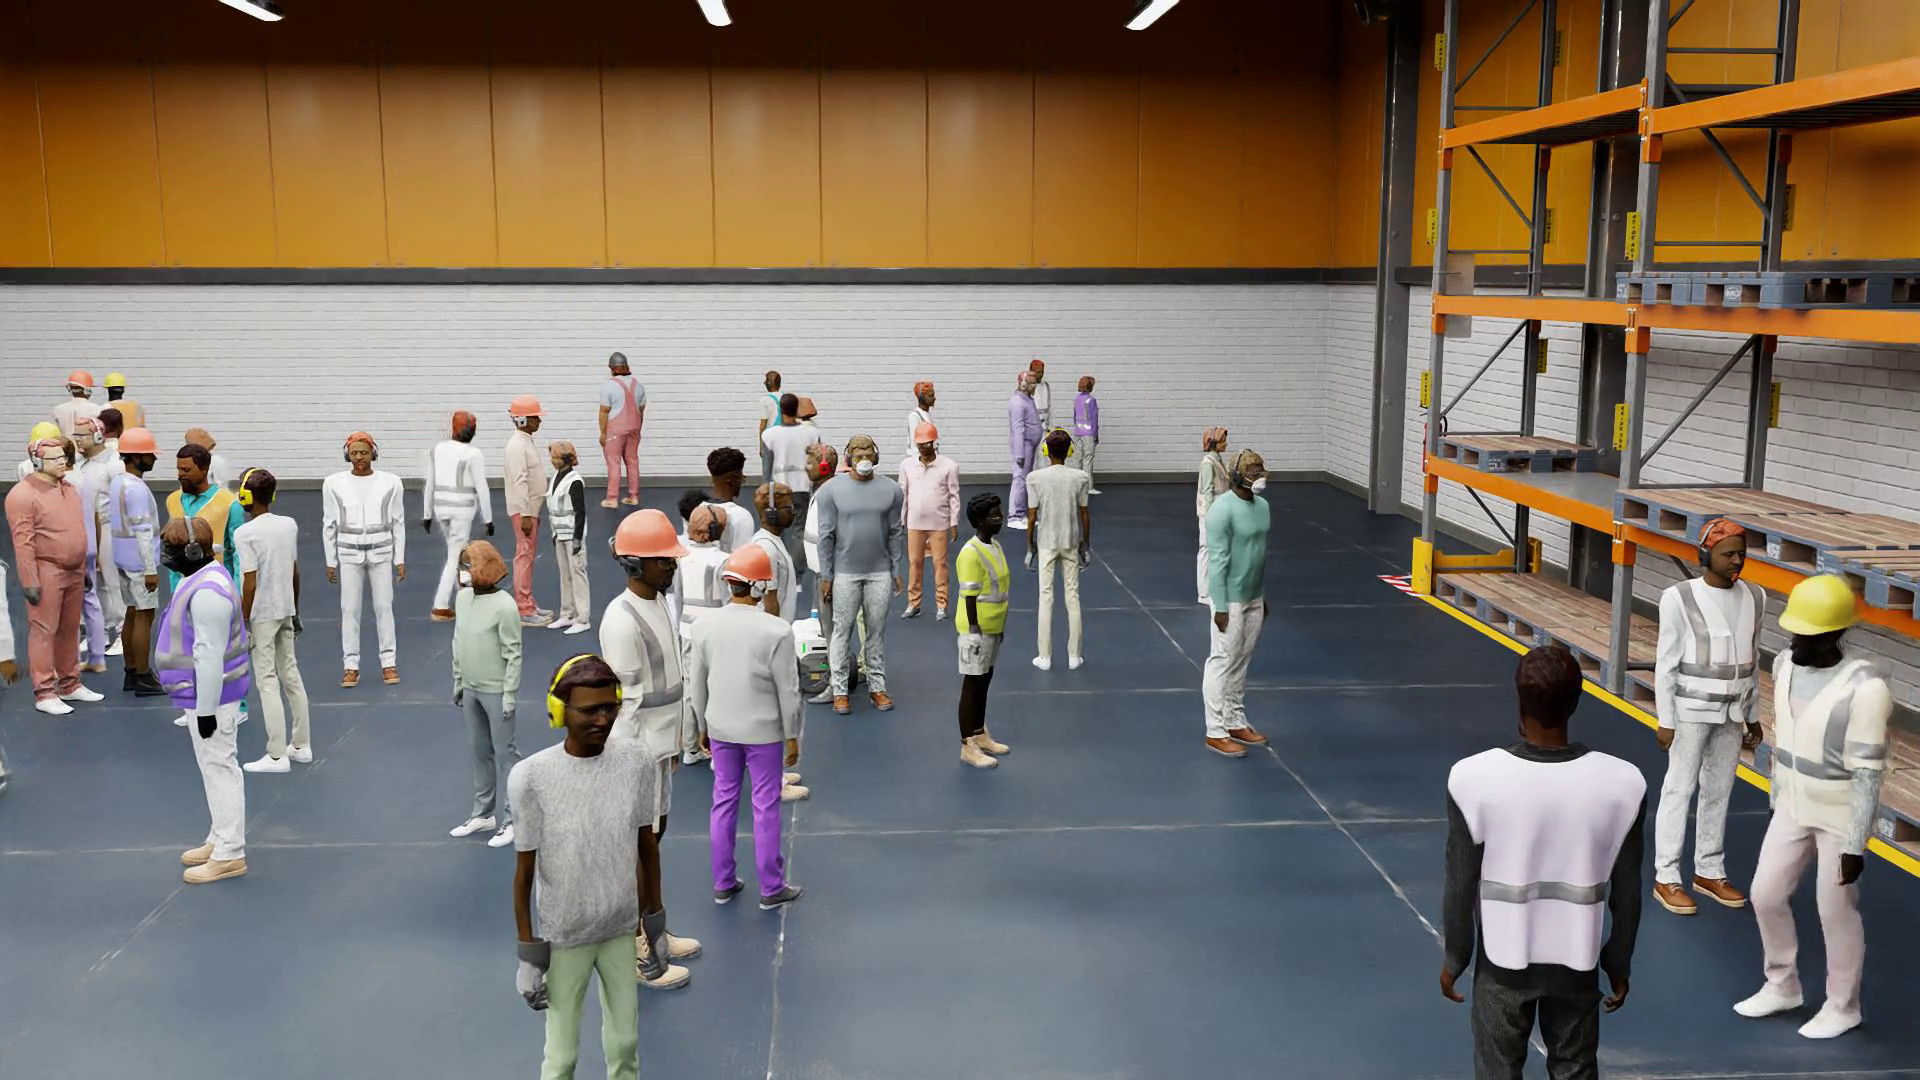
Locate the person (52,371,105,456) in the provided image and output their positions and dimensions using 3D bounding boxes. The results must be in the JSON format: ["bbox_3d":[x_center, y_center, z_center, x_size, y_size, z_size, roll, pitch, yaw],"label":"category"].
[{"bbox_3d":[-9.527,-0.847,18.126,0.623,1.989,0.400,0,9,1],"label":"person"}]

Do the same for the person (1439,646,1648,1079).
[{"bbox_3d":[1.761,1.267,5.078,0.593,1.922,0.391,1,9,5],"label":"person"}]

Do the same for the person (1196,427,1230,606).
[{"bbox_3d":[2.323,-0.220,15.294,0.309,1.641,0.515,3,9,16],"label":"person"}]

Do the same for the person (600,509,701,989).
[{"bbox_3d":[-1.319,0.879,7.130,0.374,2.043,0.613,0,9,2],"label":"person"}]

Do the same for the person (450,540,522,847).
[{"bbox_3d":[-2.525,0.808,8.858,0.500,1.633,0.280,7,11,36],"label":"person"}]

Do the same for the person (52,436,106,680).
[{"bbox_3d":[-6.656,0.135,12.471,0.359,1.835,0.515,3,9,18],"label":"person"}]

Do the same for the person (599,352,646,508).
[{"bbox_3d":[-4.467,-1.454,21.786,0.535,2.000,0.684,8,12,40],"label":"person"}]

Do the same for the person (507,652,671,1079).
[{"bbox_3d":[-1.166,1.264,5.291,0.511,1.862,0.327,-7,11,-36],"label":"person"}]

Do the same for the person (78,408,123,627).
[{"bbox_3d":[-7.291,-0.179,14.302,0.627,1.882,0.563,1,9,9],"label":"person"}]

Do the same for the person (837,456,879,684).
[{"bbox_3d":[-0.746,0.192,12.353,0.325,1.752,0.563,-1,9,-4],"label":"person"}]

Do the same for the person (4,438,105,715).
[{"bbox_3d":[-6.277,0.240,11.572,0.408,1.909,0.638,1,9,6],"label":"person"}]

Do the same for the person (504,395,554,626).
[{"bbox_3d":[-3.745,-0.256,14.412,0.376,1.995,0.608,-2,9,-10],"label":"person"}]

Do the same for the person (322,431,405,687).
[{"bbox_3d":[-4.383,0.141,12.268,0.576,1.882,0.355,-3,10,-20],"label":"person"}]

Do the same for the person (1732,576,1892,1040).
[{"bbox_3d":[3.366,1.058,6.490,0.602,1.892,0.601,-3,9,-17],"label":"person"}]

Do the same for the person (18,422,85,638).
[{"bbox_3d":[-7.528,-0.075,13.843,0.585,1.825,0.404,1,9,4],"label":"person"}]

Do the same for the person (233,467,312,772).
[{"bbox_3d":[-4.217,0.487,10.139,0.313,1.869,0.528,3,9,17],"label":"person"}]

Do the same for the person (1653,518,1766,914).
[{"bbox_3d":[3.570,0.833,7.923,0.584,1.882,0.349,-3,9,-17],"label":"person"}]

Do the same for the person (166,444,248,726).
[{"bbox_3d":[-5.026,0.305,11.136,0.597,1.915,0.371,3,9,17],"label":"person"}]

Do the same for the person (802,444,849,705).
[{"bbox_3d":[-0.925,0.235,11.787,0.377,1.844,0.570,-2,9,-11],"label":"person"}]

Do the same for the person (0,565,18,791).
[{"bbox_3d":[-5.732,0.656,9.514,0.604,1.721,0.536,5,10,28],"label":"person"}]

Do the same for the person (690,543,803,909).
[{"bbox_3d":[-1.010,0.886,7.992,0.566,1.750,0.341,4,10,22],"label":"person"}]

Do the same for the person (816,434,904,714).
[{"bbox_3d":[-0.680,0.231,11.531,0.630,1.940,0.373,-3,10,-20],"label":"person"}]

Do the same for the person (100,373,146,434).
[{"bbox_3d":[-9.611,-0.953,19.073,0.438,1.912,0.590,5,11,31],"label":"person"}]

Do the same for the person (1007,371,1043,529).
[{"bbox_3d":[0.788,-1.076,19.885,0.404,1.896,0.645,2,9,12],"label":"person"}]

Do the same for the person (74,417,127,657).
[{"bbox_3d":[-6.876,-0.029,13.260,0.645,1.908,0.408,4,10,23],"label":"person"}]

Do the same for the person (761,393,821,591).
[{"bbox_3d":[-1.642,-0.475,16.101,0.600,1.897,0.722,-2,9,-13],"label":"person"}]

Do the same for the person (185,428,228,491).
[{"bbox_3d":[-7.001,-0.224,15.395,0.525,1.613,0.381,6,11,33],"label":"person"}]

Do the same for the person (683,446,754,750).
[{"bbox_3d":[-1.464,0.389,10.446,0.604,1.966,0.367,8,12,40],"label":"person"}]

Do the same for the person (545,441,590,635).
[{"bbox_3d":[-3.311,-0.023,14.065,0.315,1.637,0.515,-7,11,-36],"label":"person"}]

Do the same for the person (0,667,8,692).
[{"bbox_3d":[-7.079,0.186,11.825,0.415,1.939,0.604,-1,9,-7],"label":"person"}]

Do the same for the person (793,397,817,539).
[{"bbox_3d":[-1.766,-0.818,19.069,0.279,1.633,0.504,1,9,9],"label":"person"}]

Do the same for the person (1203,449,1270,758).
[{"bbox_3d":[1.772,0.386,10.556,0.377,1.940,0.628,7,12,38],"label":"person"}]

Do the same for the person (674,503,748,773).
[{"bbox_3d":[-1.543,0.596,10.169,0.515,1.640,0.315,8,12,40],"label":"person"}]

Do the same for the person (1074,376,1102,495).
[{"bbox_3d":[1.742,-1.447,22.995,0.307,1.642,0.514,-5,10,-30],"label":"person"}]

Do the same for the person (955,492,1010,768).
[{"bbox_3d":[0.145,0.545,10.312,0.319,1.697,0.532,3,10,18],"label":"person"}]

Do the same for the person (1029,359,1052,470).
[{"bbox_3d":[1.036,-1.541,22.855,0.586,1.879,0.357,-8,12,-41],"label":"person"}]

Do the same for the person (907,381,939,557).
[{"bbox_3d":[-0.392,-0.770,17.991,0.355,1.883,0.573,2,9,12],"label":"person"}]

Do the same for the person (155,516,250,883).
[{"bbox_3d":[-3.806,0.785,8.384,0.430,1.836,0.626,-5,10,-27],"label":"person"}]

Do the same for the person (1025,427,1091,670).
[{"bbox_3d":[0.753,0.068,12.769,0.508,1.872,0.328,-1,9,-4],"label":"person"}]

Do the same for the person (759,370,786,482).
[{"bbox_3d":[-2.305,-1.208,20.903,0.502,1.837,0.349,-9,12,-43],"label":"person"}]

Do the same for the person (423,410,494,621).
[{"bbox_3d":[-4.461,-0.222,14.700,0.660,1.840,0.893,4,10,23],"label":"person"}]

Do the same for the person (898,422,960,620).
[{"bbox_3d":[-0.288,-0.165,14.591,0.573,1.749,0.339,2,9,14],"label":"person"}]

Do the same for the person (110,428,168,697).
[{"bbox_3d":[-5.897,0.155,12.008,0.374,1.935,0.552,-8,12,-41],"label":"person"}]

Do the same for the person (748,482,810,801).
[{"bbox_3d":[-1.074,0.579,9.633,0.345,1.847,0.504,-2,9,-12],"label":"person"}]
